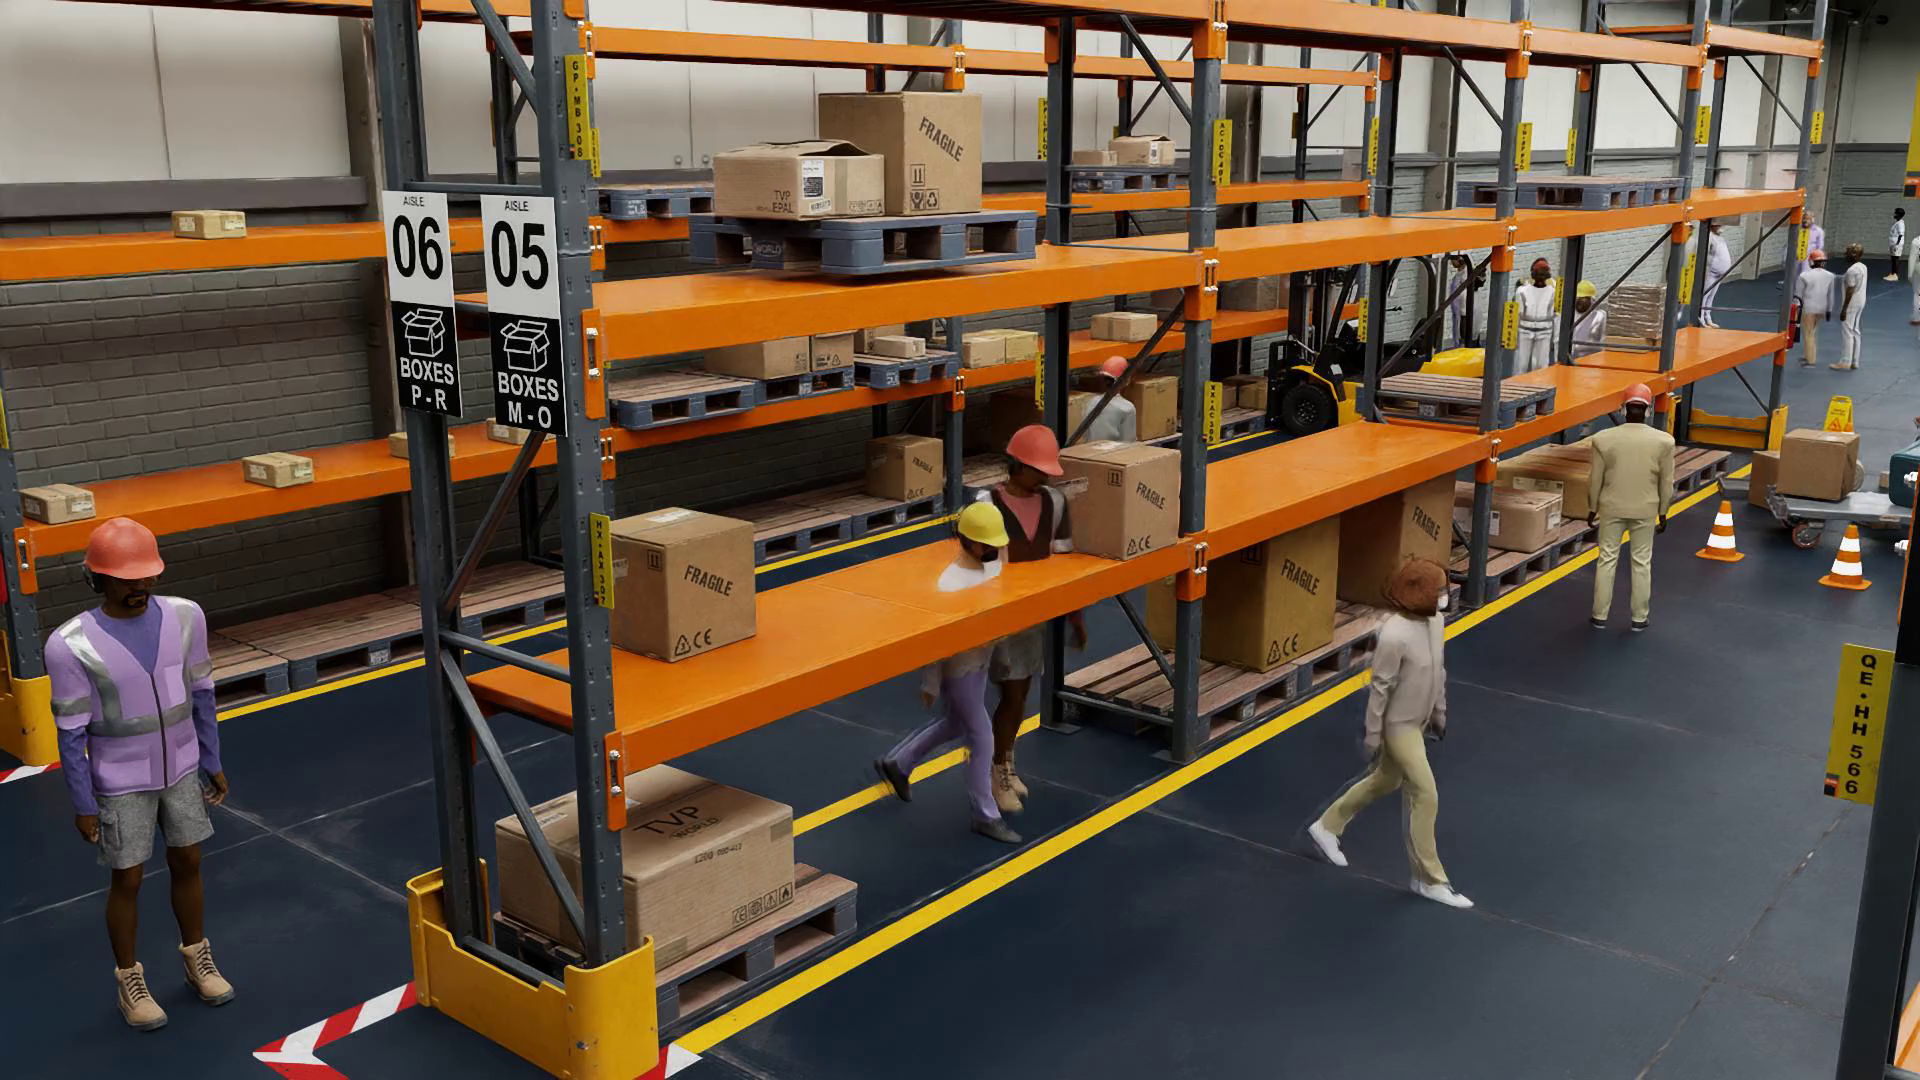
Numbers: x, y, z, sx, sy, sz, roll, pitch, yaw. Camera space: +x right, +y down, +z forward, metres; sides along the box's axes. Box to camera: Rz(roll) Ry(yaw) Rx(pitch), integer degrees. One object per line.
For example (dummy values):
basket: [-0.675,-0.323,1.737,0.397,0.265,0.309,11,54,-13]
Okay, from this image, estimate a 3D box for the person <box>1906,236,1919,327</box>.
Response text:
person: [17.242,-4.770,29.718,0.649,1.929,0.443,1,14,4]

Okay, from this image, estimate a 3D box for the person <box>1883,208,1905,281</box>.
person: [21.913,-6.919,38.952,0.315,1.696,0.541,4,14,17]

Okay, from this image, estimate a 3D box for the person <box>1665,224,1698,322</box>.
person: [13.323,-4.954,30.735,0.507,1.823,0.946,6,15,23]

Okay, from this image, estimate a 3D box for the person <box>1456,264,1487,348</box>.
person: [6.278,-2.458,20.465,0.328,1.861,0.502,10,17,36]

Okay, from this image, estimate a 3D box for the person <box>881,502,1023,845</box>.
person: [-0.048,0.611,8.226,0.811,1.718,0.573,8,16,29]

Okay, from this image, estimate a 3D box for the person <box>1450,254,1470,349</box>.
person: [7.013,-3.166,23.363,0.342,1.845,0.506,2,14,7]

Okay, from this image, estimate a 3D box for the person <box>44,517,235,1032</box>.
person: [-3.134,0.901,6.430,0.410,2.035,0.601,10,17,35]

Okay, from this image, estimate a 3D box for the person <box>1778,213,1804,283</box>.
person: [19.184,-6.856,38.231,0.592,1.922,0.392,-12,18,-39]

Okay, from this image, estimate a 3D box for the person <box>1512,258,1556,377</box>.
person: [7.668,-2.878,22.309,0.656,1.791,0.911,1,14,4]

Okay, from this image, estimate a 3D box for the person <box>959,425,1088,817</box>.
person: [0.319,0.407,8.512,0.661,2.003,0.706,-8,16,-29]

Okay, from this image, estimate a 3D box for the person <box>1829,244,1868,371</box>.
person: [13.045,-3.406,24.343,0.518,1.842,0.332,-12,18,-40]

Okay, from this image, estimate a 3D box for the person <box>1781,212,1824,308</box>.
person: [16.664,-5.542,32.991,0.650,1.871,0.911,13,19,41]

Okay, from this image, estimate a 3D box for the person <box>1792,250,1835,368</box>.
person: [12.637,-3.450,24.778,0.565,1.720,0.765,-3,14,-11]

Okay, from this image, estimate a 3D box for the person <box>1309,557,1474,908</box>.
person: [1.989,0.829,7.622,0.818,1.600,0.503,11,17,37]

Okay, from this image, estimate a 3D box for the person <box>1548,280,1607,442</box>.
person: [6.889,-1.970,18.519,0.600,1.829,0.404,13,19,42]

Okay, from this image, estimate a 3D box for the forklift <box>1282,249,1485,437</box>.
forklift: [4.886,-2.214,18.767,2.313,2.155,1.214,11,18,38]

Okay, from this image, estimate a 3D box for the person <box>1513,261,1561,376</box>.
person: [7.177,-2.533,20.728,0.585,1.878,0.342,6,15,23]

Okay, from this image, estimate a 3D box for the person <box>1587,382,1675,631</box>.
person: [4.666,-0.231,11.607,0.560,1.748,0.330,5,15,19]

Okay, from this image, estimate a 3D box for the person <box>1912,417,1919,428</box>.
person: [11.252,-2.041,18.706,0.638,1.876,1.030,-6,15,-22]

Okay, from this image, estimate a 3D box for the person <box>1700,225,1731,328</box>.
person: [13.299,-4.738,29.359,0.535,2.000,0.674,13,19,42]

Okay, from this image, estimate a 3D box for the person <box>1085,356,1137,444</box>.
person: [1.185,-0.575,13.034,0.414,1.733,0.581,-9,16,-31]
